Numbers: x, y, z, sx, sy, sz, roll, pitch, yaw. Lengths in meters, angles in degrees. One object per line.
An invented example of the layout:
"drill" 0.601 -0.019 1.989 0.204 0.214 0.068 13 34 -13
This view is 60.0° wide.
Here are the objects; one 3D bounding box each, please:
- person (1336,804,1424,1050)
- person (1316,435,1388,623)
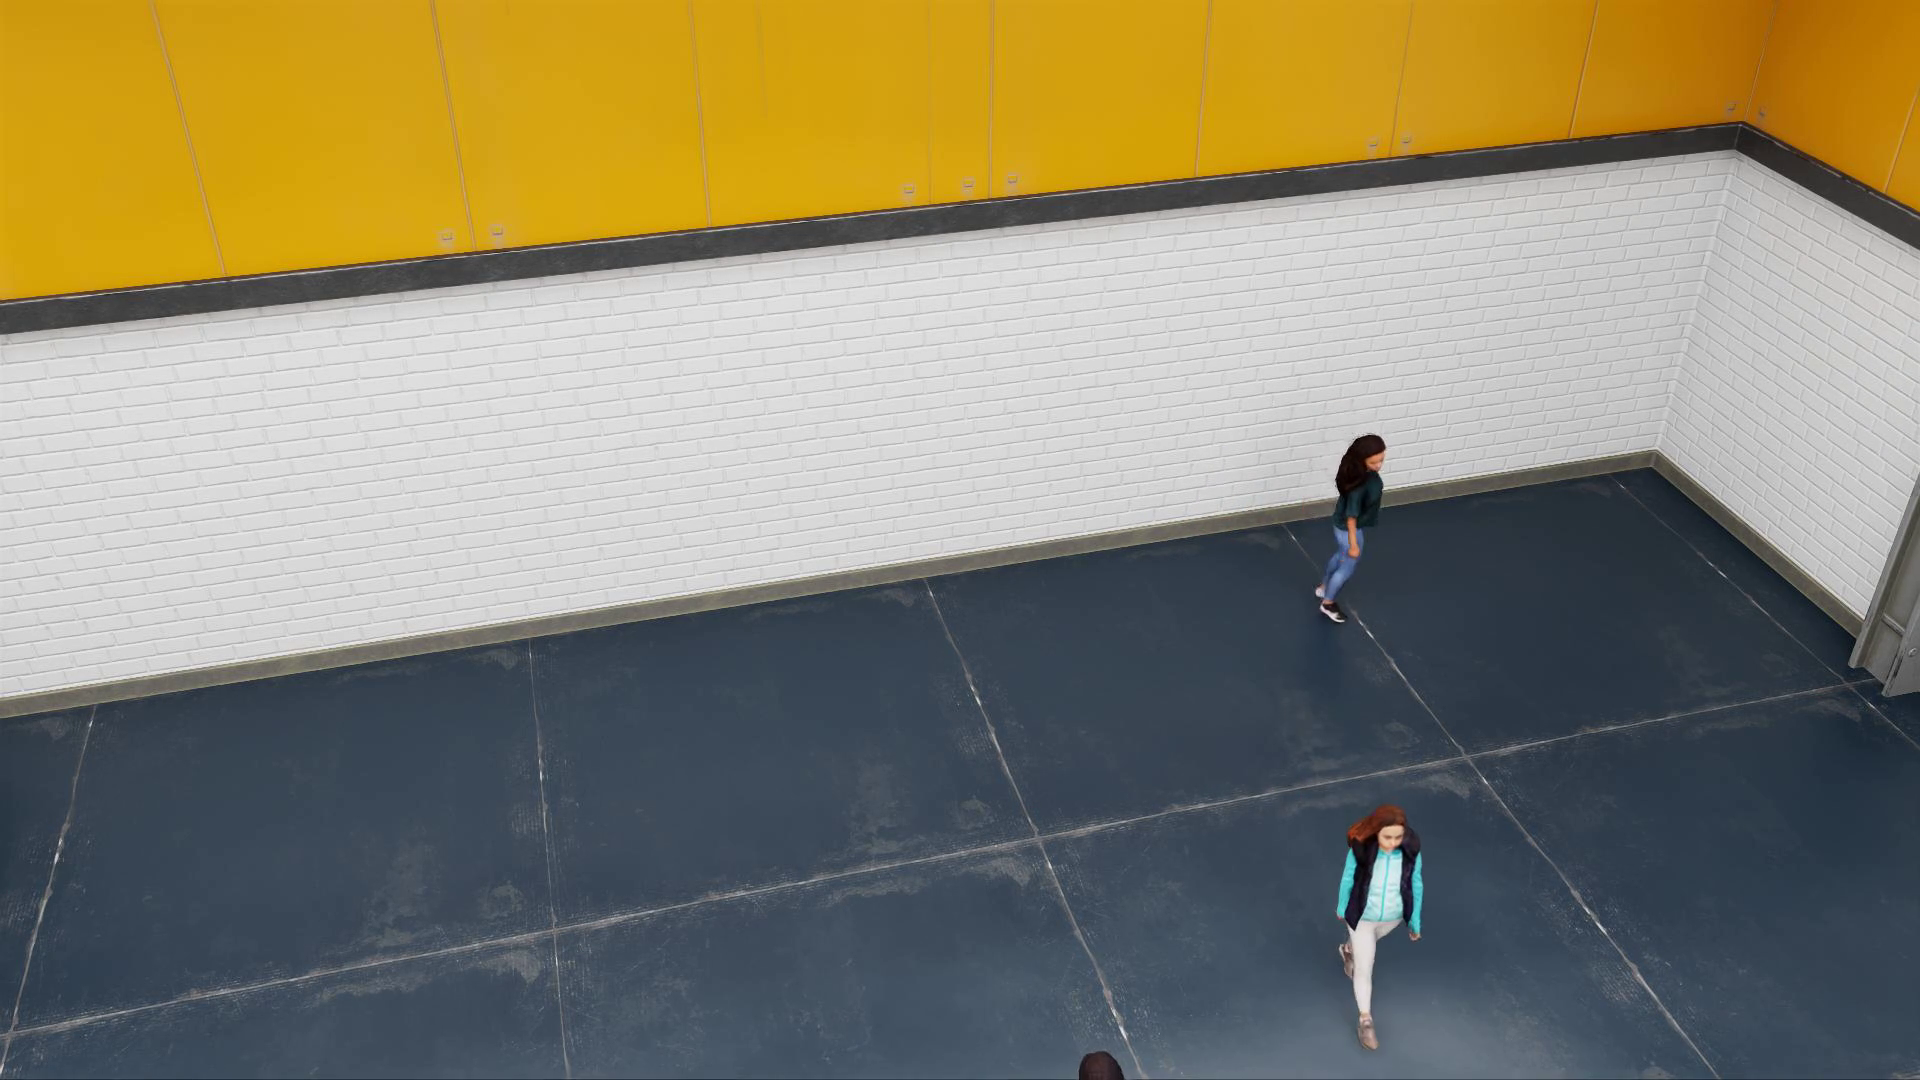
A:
"person" 2.246 1.959 9.045 0.683 1.462 1.013 -3 34 -4
"person" 2.802 -0.117 12.060 0.906 1.582 0.785 3 34 5
